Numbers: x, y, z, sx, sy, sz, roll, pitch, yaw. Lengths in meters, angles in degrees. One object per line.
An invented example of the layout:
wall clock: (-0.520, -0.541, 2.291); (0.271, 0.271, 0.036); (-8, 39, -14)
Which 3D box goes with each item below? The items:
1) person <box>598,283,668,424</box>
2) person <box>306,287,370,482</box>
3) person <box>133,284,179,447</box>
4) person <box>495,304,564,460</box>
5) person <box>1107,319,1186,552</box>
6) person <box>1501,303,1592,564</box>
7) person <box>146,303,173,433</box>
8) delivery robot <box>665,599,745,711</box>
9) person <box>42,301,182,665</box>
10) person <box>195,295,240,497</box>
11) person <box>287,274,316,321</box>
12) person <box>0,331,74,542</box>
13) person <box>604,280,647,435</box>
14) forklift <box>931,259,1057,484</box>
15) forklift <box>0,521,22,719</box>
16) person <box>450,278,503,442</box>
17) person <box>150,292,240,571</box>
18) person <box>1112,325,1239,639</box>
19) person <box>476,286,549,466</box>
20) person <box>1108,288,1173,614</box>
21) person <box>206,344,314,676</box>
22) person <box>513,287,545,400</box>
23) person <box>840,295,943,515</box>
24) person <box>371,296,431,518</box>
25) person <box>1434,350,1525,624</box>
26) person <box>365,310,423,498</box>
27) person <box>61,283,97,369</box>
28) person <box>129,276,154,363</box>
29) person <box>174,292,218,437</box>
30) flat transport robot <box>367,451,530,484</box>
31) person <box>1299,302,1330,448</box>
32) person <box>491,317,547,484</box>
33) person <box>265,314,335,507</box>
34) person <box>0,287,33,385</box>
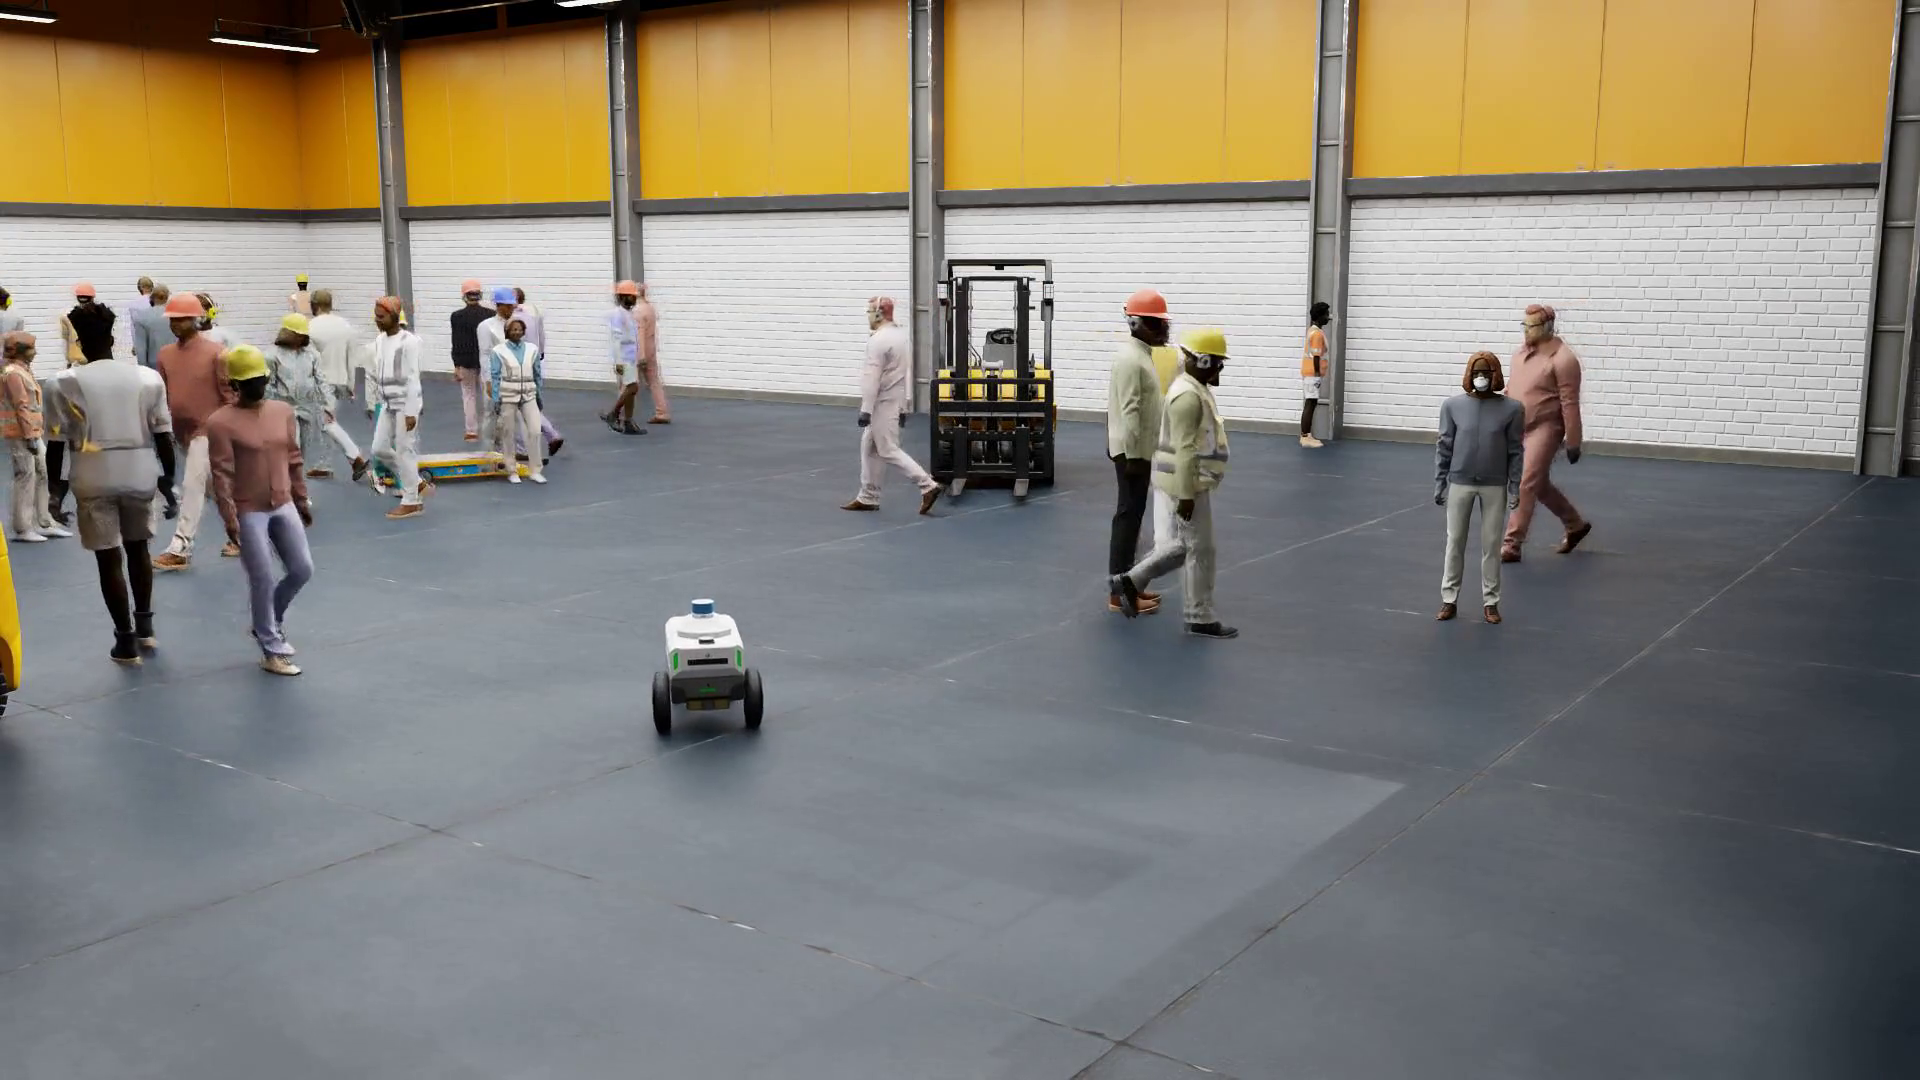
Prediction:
person: (-4.325, -2.460, 22.032); (0.973, 1.856, 0.664); (2, 10, 10)
person: (-6.143, -1.514, 16.282); (0.891, 1.914, 0.637); (5, 11, 25)
person: (-9.376, -2.062, 19.628); (0.641, 1.875, 1.046); (-5, 11, -29)
person: (-4.684, -1.784, 17.987); (0.599, 1.876, 0.669); (1, 10, 6)
person: (1.412, -0.753, 12.127); (0.659, 1.784, 0.971); (1, 10, 6)
person: (4.215, -0.767, 11.963); (0.931, 1.876, 0.641); (-3, 10, -16)
person: (-9.993, -2.184, 20.894); (0.532, 1.696, 0.319); (1, 10, 6)
delivery robot: (-1.214, 0.525, 7.877); (0.477, 0.478, 0.707); (-2, 10, -12)
person: (-4.600, -0.308, 8.988); (0.635, 1.937, 0.666); (-8, 13, -40)
person: (-6.962, -1.316, 15.275); (0.523, 1.848, 0.658); (3, 10, 18)
person: (-12.074, -3.938, 30.659); (0.594, 1.923, 0.372); (-7, 12, -36)
person: (-7.125, -0.792, 12.798); (0.445, 1.623, 0.559); (-4, 10, -24)
person: (-4.121, -2.251, 20.597); (0.422, 1.927, 0.563); (2, 10, 10)
forklift: (0.370, -1.738, 16.759); (1.214, 2.155, 2.313); (1, 10, 3)
forklift: (-5.296, -0.090, 6.943); (1.214, 2.155, 2.313); (7, 12, 35)
person: (-5.681, -2.109, 19.701); (0.645, 1.965, 0.876); (-7, 12, -36)
person: (-5.445, -0.786, 11.840); (0.639, 1.942, 1.052); (4, 10, 20)
person: (1.260, -0.336, 9.604); (0.688, 1.802, 0.604); (2, 10, 13)
person: (-4.699, -1.670, 17.247); (1.002, 1.891, 0.638); (9, 13, 43)
person: (1.106, -0.551, 10.284); (0.390, 1.990, 0.623); (2, 10, 11)
person: (-3.649, -0.150, 8.675); (0.427, 1.740, 0.548); (6, 11, 33)
person: (-6.120, -2.631, 23.289); (0.636, 1.799, 0.967); (-3, 10, -19)
person: (-0.586, -1.148, 14.203); (0.875, 1.874, 0.639); (1, 10, 9)
person: (-4.723, -1.112, 13.988); (0.606, 1.870, 0.423); (8, 12, 38)
person: (3.099, -0.316, 9.955); (0.507, 1.633, 0.277); (3, 10, 19)
person: (-5.133, -1.242, 15.090); (0.404, 1.752, 0.546); (6, 11, 33)
person: (-10.940, -2.272, 20.862); (0.564, 1.888, 0.986); (-2, 10, -14)
person: (-11.776, -2.861, 24.222); (0.373, 1.936, 0.629); (6, 11, 32)
person: (-8.243, -1.766, 18.002); (0.582, 1.829, 0.624); (6, 11, 34)
flat transport robot: (-5.052, -0.725, 16.440); (1.431, 0.197, 0.652); (-6, 11, -32)
person: (4.119, -1.913, 19.306); (0.320, 1.690, 0.524); (1, 10, 7)
person: (-4.233, -1.329, 16.013); (0.550, 1.613, 0.664); (-7, 12, -36)
person: (-5.716, -1.104, 14.459); (0.820, 1.697, 0.490); (9, 13, 42)
person: (-11.297, -2.065, 19.712); (0.559, 1.854, 0.459); (-1, 10, -8)
